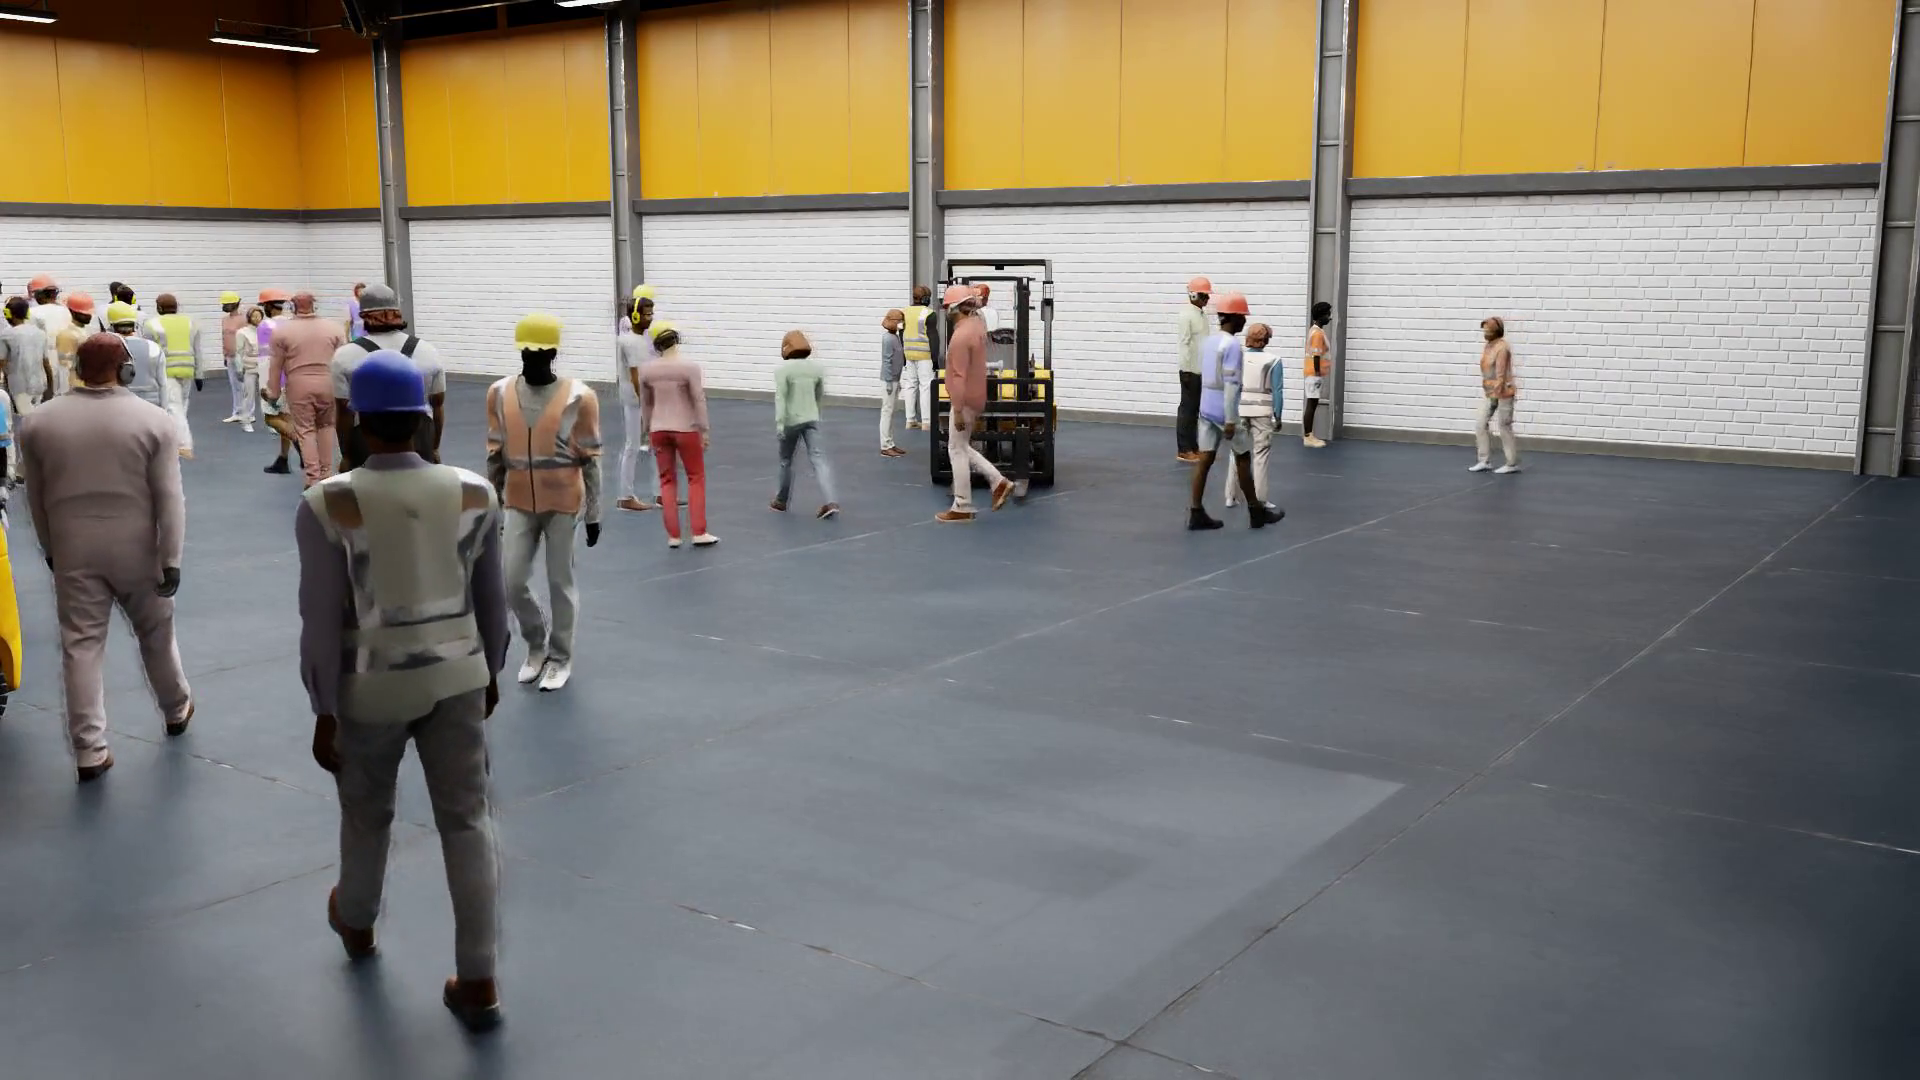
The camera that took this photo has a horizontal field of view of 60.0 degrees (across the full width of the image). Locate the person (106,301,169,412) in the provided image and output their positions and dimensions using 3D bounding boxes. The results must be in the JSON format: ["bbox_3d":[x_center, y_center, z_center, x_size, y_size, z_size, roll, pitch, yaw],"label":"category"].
[{"bbox_3d":[-6.800,-1.035,13.637,0.590,1.836,0.404,-9,13,-43],"label":"person"}]

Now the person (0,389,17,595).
[{"bbox_3d":[-6.315,-0.432,10.638,0.500,1.636,0.282,-6,11,-33],"label":"person"}]

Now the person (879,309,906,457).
[{"bbox_3d":[-0.746,-1.745,18.468,0.285,1.631,0.501,2,10,10],"label":"person"}]

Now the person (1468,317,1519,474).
[{"bbox_3d":[5.425,-1.451,16.787,0.610,1.590,0.532,-2,10,-9],"label":"person"}]

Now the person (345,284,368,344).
[{"bbox_3d":[-9.785,-3.305,27.297,0.988,1.795,0.572,6,11,31],"label":"person"}]

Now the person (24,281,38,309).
[{"bbox_3d":[-12.340,-2.531,22.344,0.652,1.904,0.402,2,10,11],"label":"person"}]

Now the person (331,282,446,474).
[{"bbox_3d":[-3.561,-0.582,10.327,0.683,2.000,0.538,-7,12,-37],"label":"person"}]

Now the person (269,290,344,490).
[{"bbox_3d":[-6.157,-1.403,15.667,0.671,1.880,0.732,-7,12,-35],"label":"person"}]

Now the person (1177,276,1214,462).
[{"bbox_3d":[2.547,-1.849,18.016,0.380,1.995,0.608,5,11,28],"label":"person"}]

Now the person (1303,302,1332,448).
[{"bbox_3d":[4.147,-1.916,19.321,0.319,1.690,0.532,2,10,10],"label":"person"}]

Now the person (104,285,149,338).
[{"bbox_3d":[-10.039,-2.141,20.121,0.515,1.873,0.329,-6,11,-30],"label":"person"}]

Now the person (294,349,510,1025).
[{"bbox_3d":[-1.624,0.401,4.879,0.636,1.899,1.001,-7,12,-34],"label":"person"}]

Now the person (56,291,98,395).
[{"bbox_3d":[-8.645,-1.504,16.358,0.978,1.869,0.673,-2,10,-12],"label":"person"}]

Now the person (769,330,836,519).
[{"bbox_3d":[-1.336,-0.978,14.061,0.524,1.589,0.883,-7,12,-34],"label":"person"}]

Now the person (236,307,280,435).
[{"bbox_3d":[-8.801,-2.118,20.820,0.538,1.593,0.869,-9,13,-43],"label":"person"}]

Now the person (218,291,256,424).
[{"bbox_3d":[-9.644,-2.430,22.159,0.526,1.765,0.329,6,11,31],"label":"person"}]

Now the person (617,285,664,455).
[{"bbox_3d":[-3.501,-1.902,18.608,0.586,1.902,0.835,-7,12,-38],"label":"person"}]

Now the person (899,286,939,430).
[{"bbox_3d":[-0.493,-2.330,21.333,0.631,1.842,0.428,9,13,43],"label":"person"}]

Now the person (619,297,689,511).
[{"bbox_3d":[-2.651,-1.151,14.312,0.696,1.846,0.528,2,10,10],"label":"person"}]

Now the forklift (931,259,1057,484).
[{"bbox_3d":[0.370,-1.738,16.759,1.214,2.155,2.313,1,10,3],"label":"forklift"}]

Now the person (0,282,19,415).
[{"bbox_3d":[-13.412,-2.650,23.016,0.620,1.927,0.988,2,10,11],"label":"person"}]

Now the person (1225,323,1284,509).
[{"bbox_3d":[2.566,-1.074,14.502,0.530,1.627,0.321,6,11,33],"label":"person"}]

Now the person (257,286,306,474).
[{"bbox_3d":[-6.804,-1.603,16.797,0.662,1.911,0.581,4,10,22],"label":"person"}]

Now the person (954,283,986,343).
[{"bbox_3d":[0.133,-1.879,18.435,0.410,1.913,0.651,2,10,10],"label":"person"}]

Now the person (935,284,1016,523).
[{"bbox_3d":[0.090,-1.120,13.729,0.596,1.967,0.682,3,10,15],"label":"person"}]

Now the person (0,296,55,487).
[{"bbox_3d":[-8.872,-1.368,15.635,0.928,1.824,0.545,4,10,20],"label":"person"}]

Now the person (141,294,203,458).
[{"bbox_3d":[-8.795,-1.819,18.443,0.955,1.791,0.622,7,12,35],"label":"person"}]

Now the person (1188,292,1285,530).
[{"bbox_3d":[2.234,-1.026,13.378,0.900,1.899,0.575,-3,10,-19],"label":"person"}]

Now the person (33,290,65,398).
[{"bbox_3d":[-10.958,-2.196,20.292,0.639,1.923,0.721,3,10,15],"label":"person"}]

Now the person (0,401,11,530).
[{"bbox_3d":[-5.813,-0.303,9.685,0.535,1.699,0.318,-3,10,-16],"label":"person"}]

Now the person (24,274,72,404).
[{"bbox_3d":[-10.083,-1.914,18.369,0.983,2.000,0.640,6,11,31],"label":"person"}]

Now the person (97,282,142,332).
[{"bbox_3d":[-11.472,-2.609,22.923,0.664,1.866,0.818,-1,10,-8],"label":"person"}]

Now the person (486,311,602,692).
[{"bbox_3d":[-2.095,-0.182,8.323,0.628,1.908,0.422,1,10,8],"label":"person"}]

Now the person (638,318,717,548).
[{"bbox_3d":[-2.167,-0.803,12.578,0.566,1.733,0.387,2,10,14],"label":"person"}]

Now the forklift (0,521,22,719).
[{"bbox_3d":[-5.296,-0.090,6.943,1.214,2.155,2.313,7,12,35],"label":"forklift"}]

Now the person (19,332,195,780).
[{"bbox_3d":[-3.669,0.037,7.201,0.654,1.854,0.982,-2,10,-14],"label":"person"}]

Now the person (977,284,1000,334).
[{"bbox_3d":[0.280,-2.157,20.176,0.337,1.882,0.584,6,11,32],"label":"person"}]
